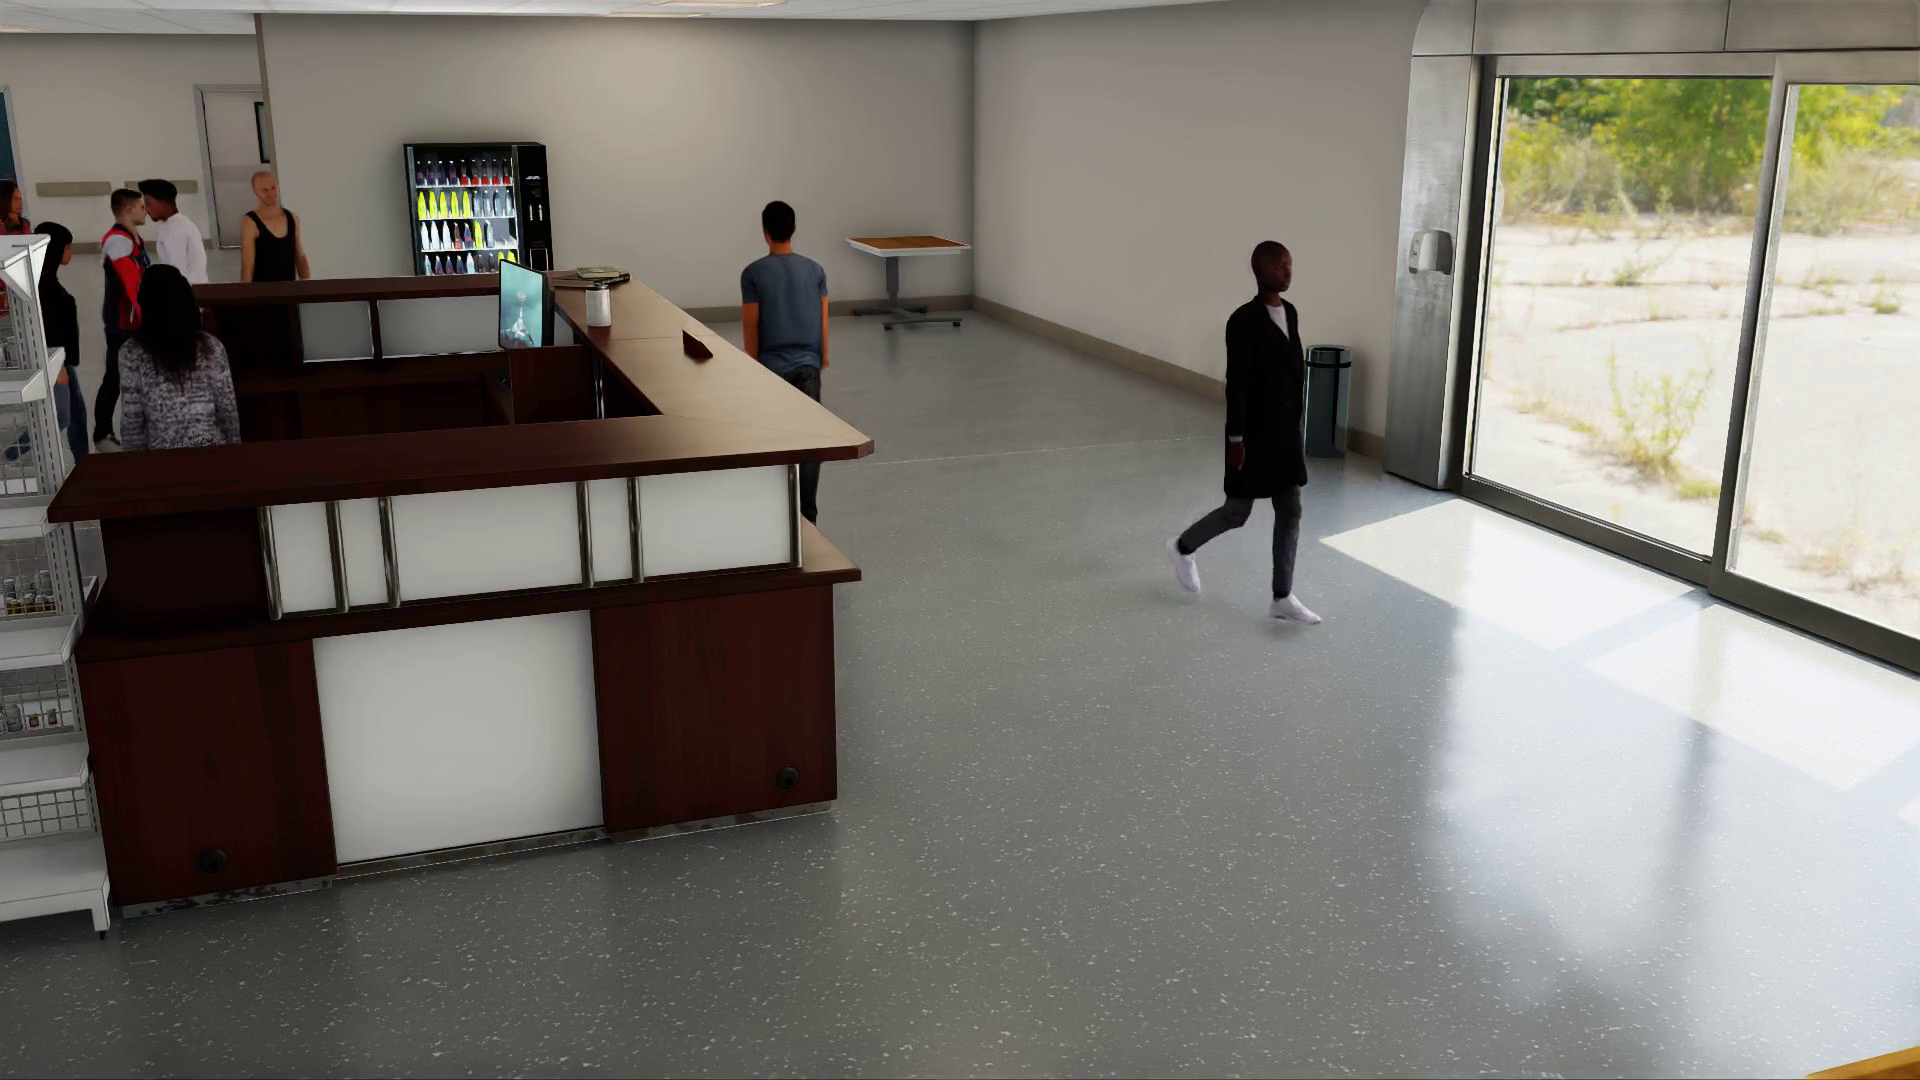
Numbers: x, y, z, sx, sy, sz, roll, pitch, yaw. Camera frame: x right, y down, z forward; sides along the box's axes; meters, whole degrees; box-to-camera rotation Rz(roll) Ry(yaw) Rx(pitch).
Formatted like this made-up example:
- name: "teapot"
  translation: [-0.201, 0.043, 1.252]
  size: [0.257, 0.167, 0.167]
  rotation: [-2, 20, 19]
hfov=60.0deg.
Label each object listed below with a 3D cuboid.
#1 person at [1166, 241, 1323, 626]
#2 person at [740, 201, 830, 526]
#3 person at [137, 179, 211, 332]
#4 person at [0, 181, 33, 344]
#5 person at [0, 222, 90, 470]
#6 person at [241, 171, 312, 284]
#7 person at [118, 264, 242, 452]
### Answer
- name: "person"
  translation: [1.325, -0.490, 7.693]
  size: [1.134, 1.734, 0.974]
  rotation: [-13, 20, -39]
- name: "person"
  translation: [-0.917, -0.921, 9.162]
  size: [1.065, 1.766, 0.771]
  rotation: [-5, 16, -16]
- name: "person"
  translation: [-5.360, -1.655, 11.778]
  size: [1.088, 1.759, 0.812]
  rotation: [-1, 16, -5]
- name: "person"
  translation: [-7.208, -1.855, 12.632]
  size: [0.964, 1.681, 0.745]
  rotation: [-2, 16, -6]
- name: "person"
  translation: [-5.457, -1.041, 9.854]
  size: [0.985, 1.622, 0.685]
  rotation: [-9, 18, -30]
- name: "person"
  translation: [-5.053, -1.783, 12.192]
  size: [1.086, 1.782, 1.016]
  rotation: [5, 17, 19]
- name: "person"
  translation: [-3.215, -0.270, 6.933]
  size: [0.633, 1.724, 0.779]
  rotation: [-12, 20, -36]
